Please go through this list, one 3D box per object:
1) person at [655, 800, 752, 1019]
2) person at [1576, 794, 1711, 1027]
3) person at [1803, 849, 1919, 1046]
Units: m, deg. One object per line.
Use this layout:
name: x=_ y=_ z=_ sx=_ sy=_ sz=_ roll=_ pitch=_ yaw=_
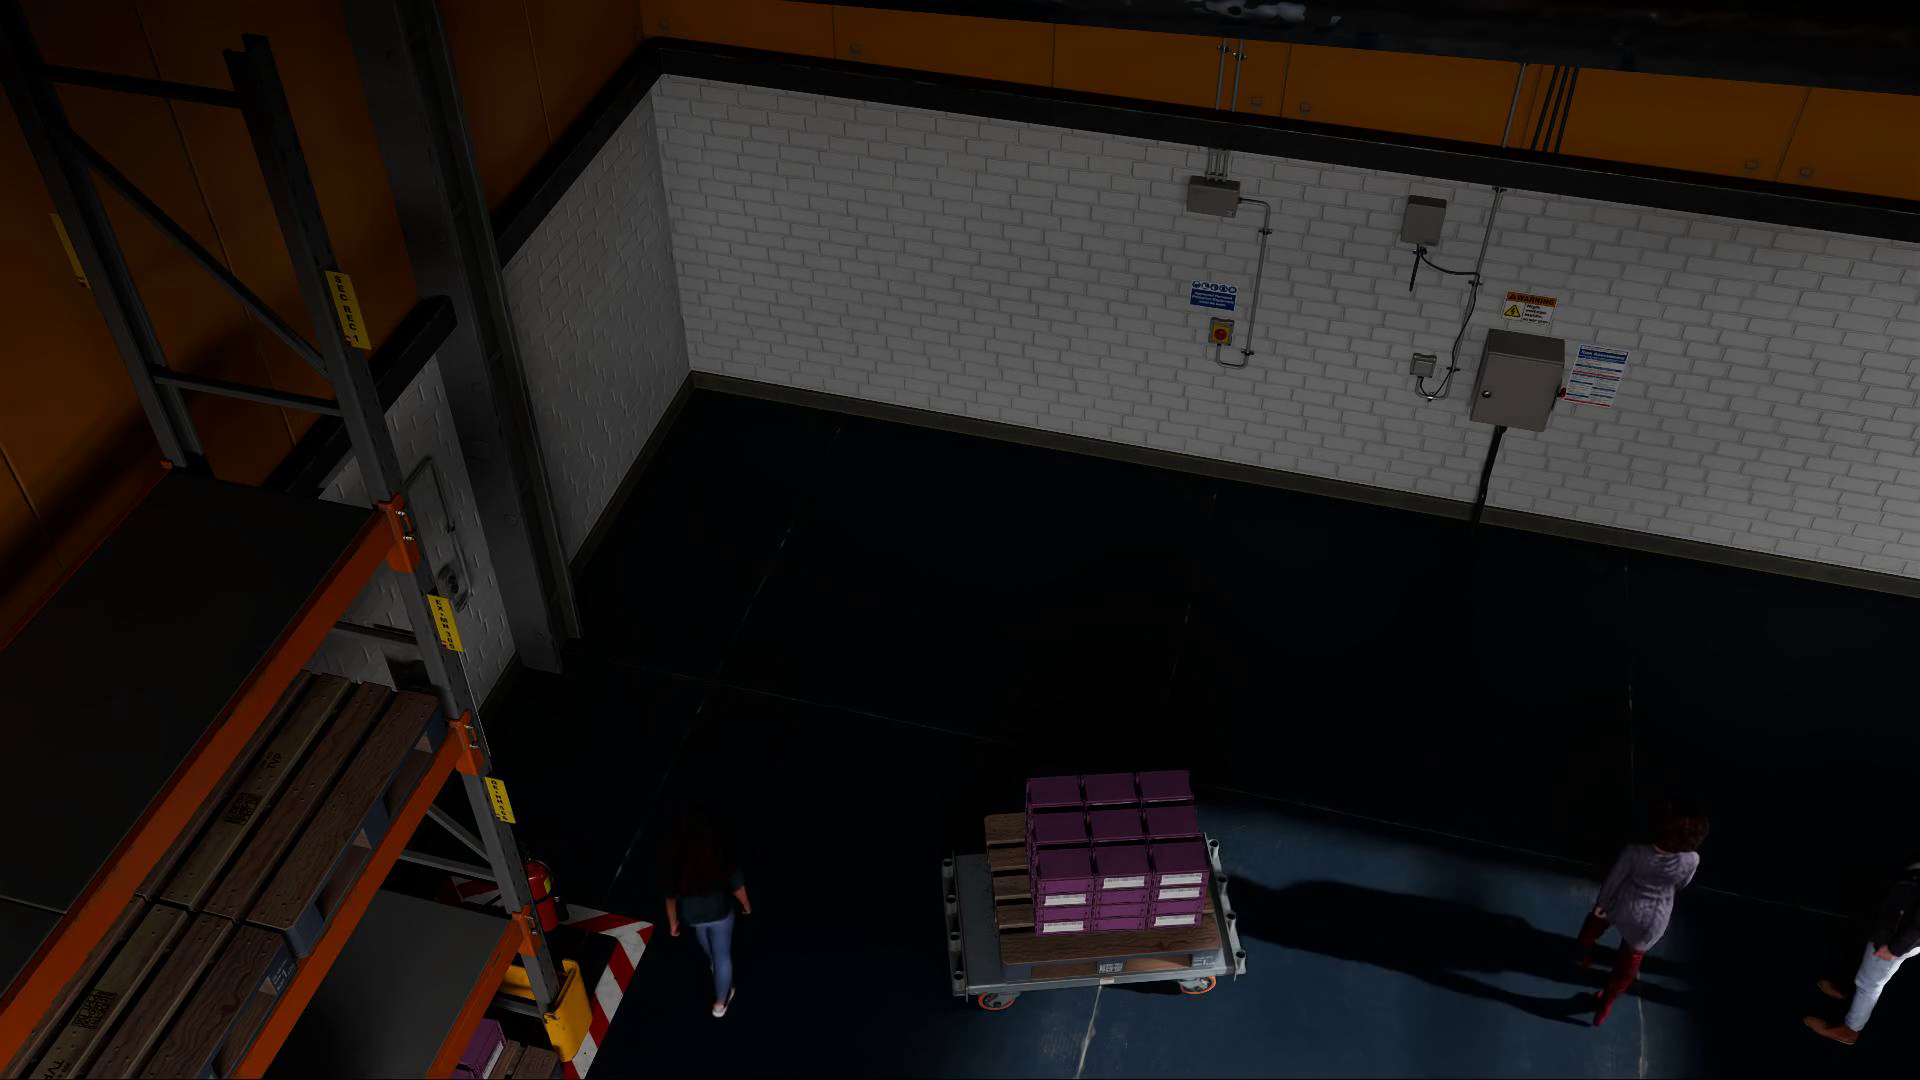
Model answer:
person: x=-1.378 y=2.056 z=8.952 sx=0.701 sy=1.600 sz=0.793 roll=1 pitch=44 yaw=1
person: x=3.616 y=2.051 z=8.890 sx=0.619 sy=1.691 sz=0.834 roll=14 pitch=45 yaw=14
person: x=4.980 y=2.050 z=8.787 sx=0.786 sy=1.836 sz=0.623 roll=29 pitch=51 yaw=27
